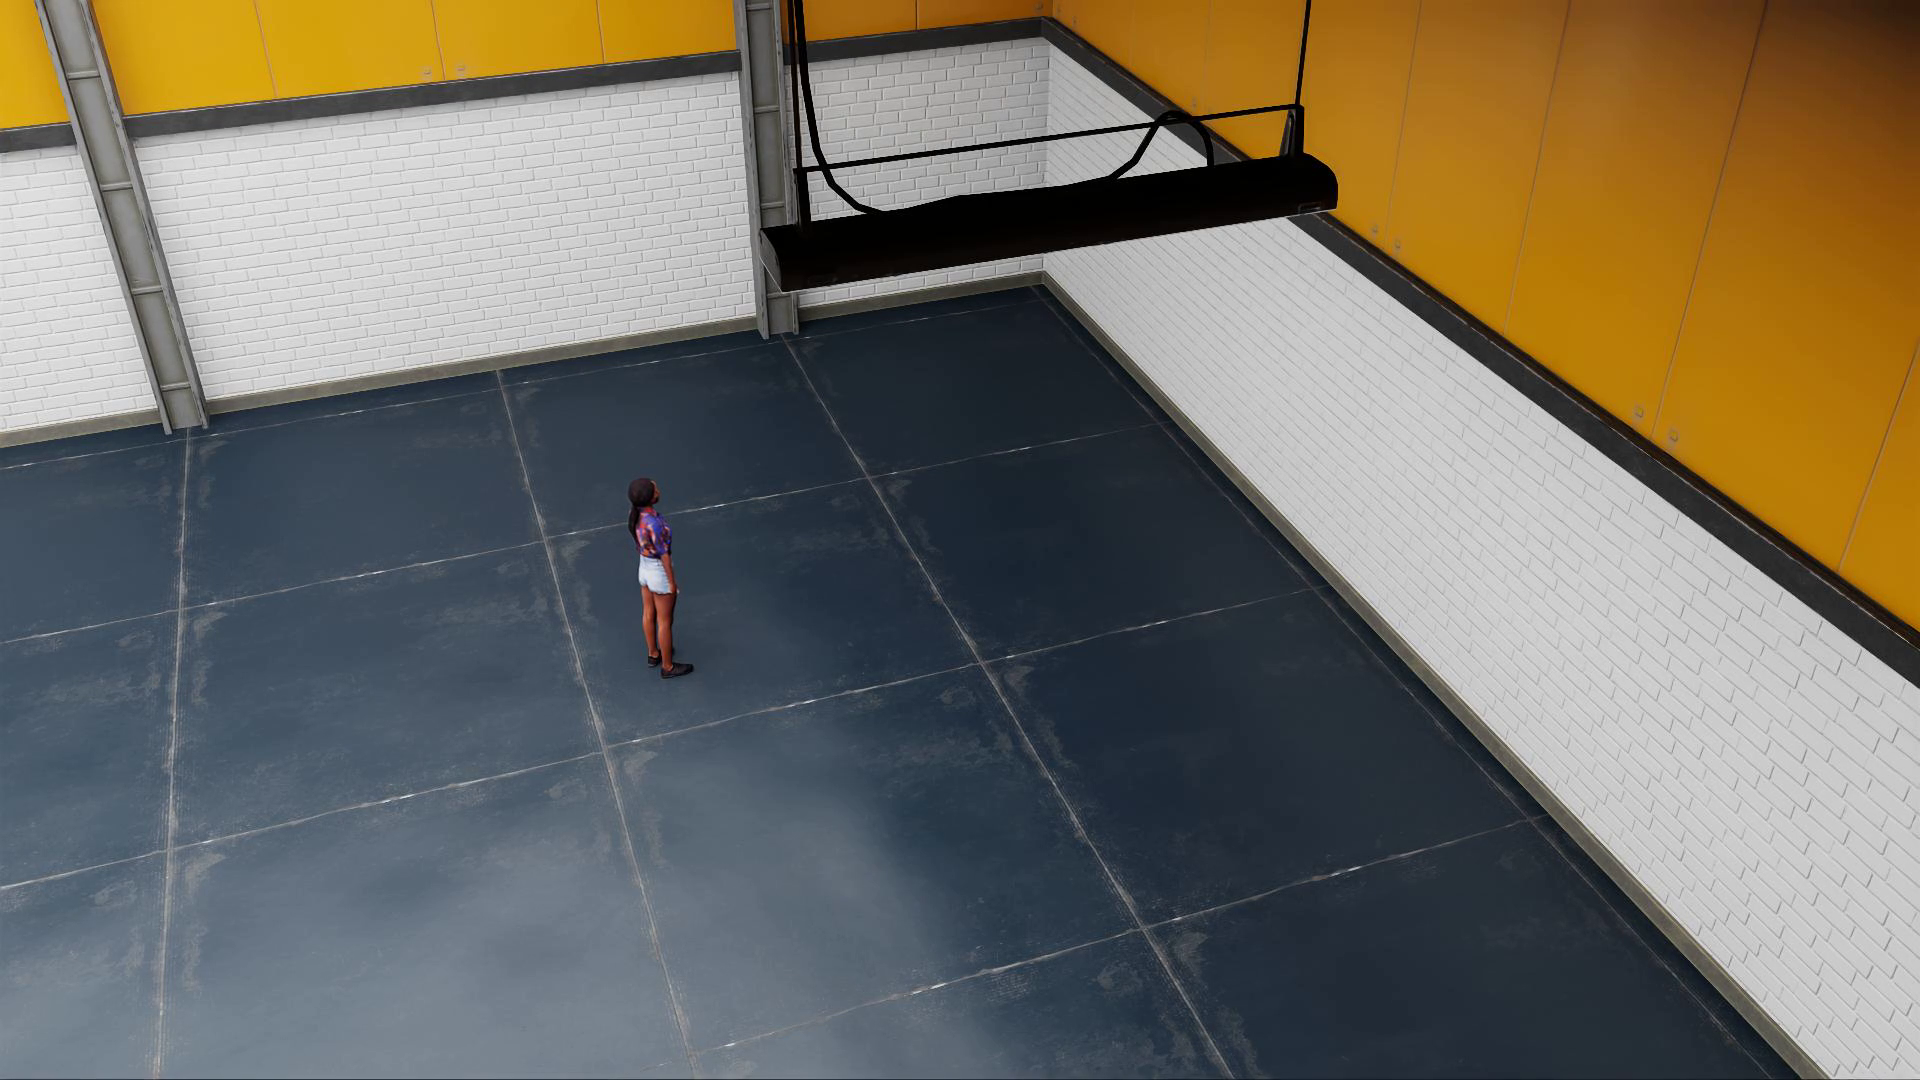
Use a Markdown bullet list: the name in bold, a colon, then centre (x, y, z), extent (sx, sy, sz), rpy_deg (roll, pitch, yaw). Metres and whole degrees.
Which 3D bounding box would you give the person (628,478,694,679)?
- **person**: centre (-2.323, 0.269, 12.694), extent (0.629, 1.743, 0.657), rpy_deg (-25, 41, -32)
